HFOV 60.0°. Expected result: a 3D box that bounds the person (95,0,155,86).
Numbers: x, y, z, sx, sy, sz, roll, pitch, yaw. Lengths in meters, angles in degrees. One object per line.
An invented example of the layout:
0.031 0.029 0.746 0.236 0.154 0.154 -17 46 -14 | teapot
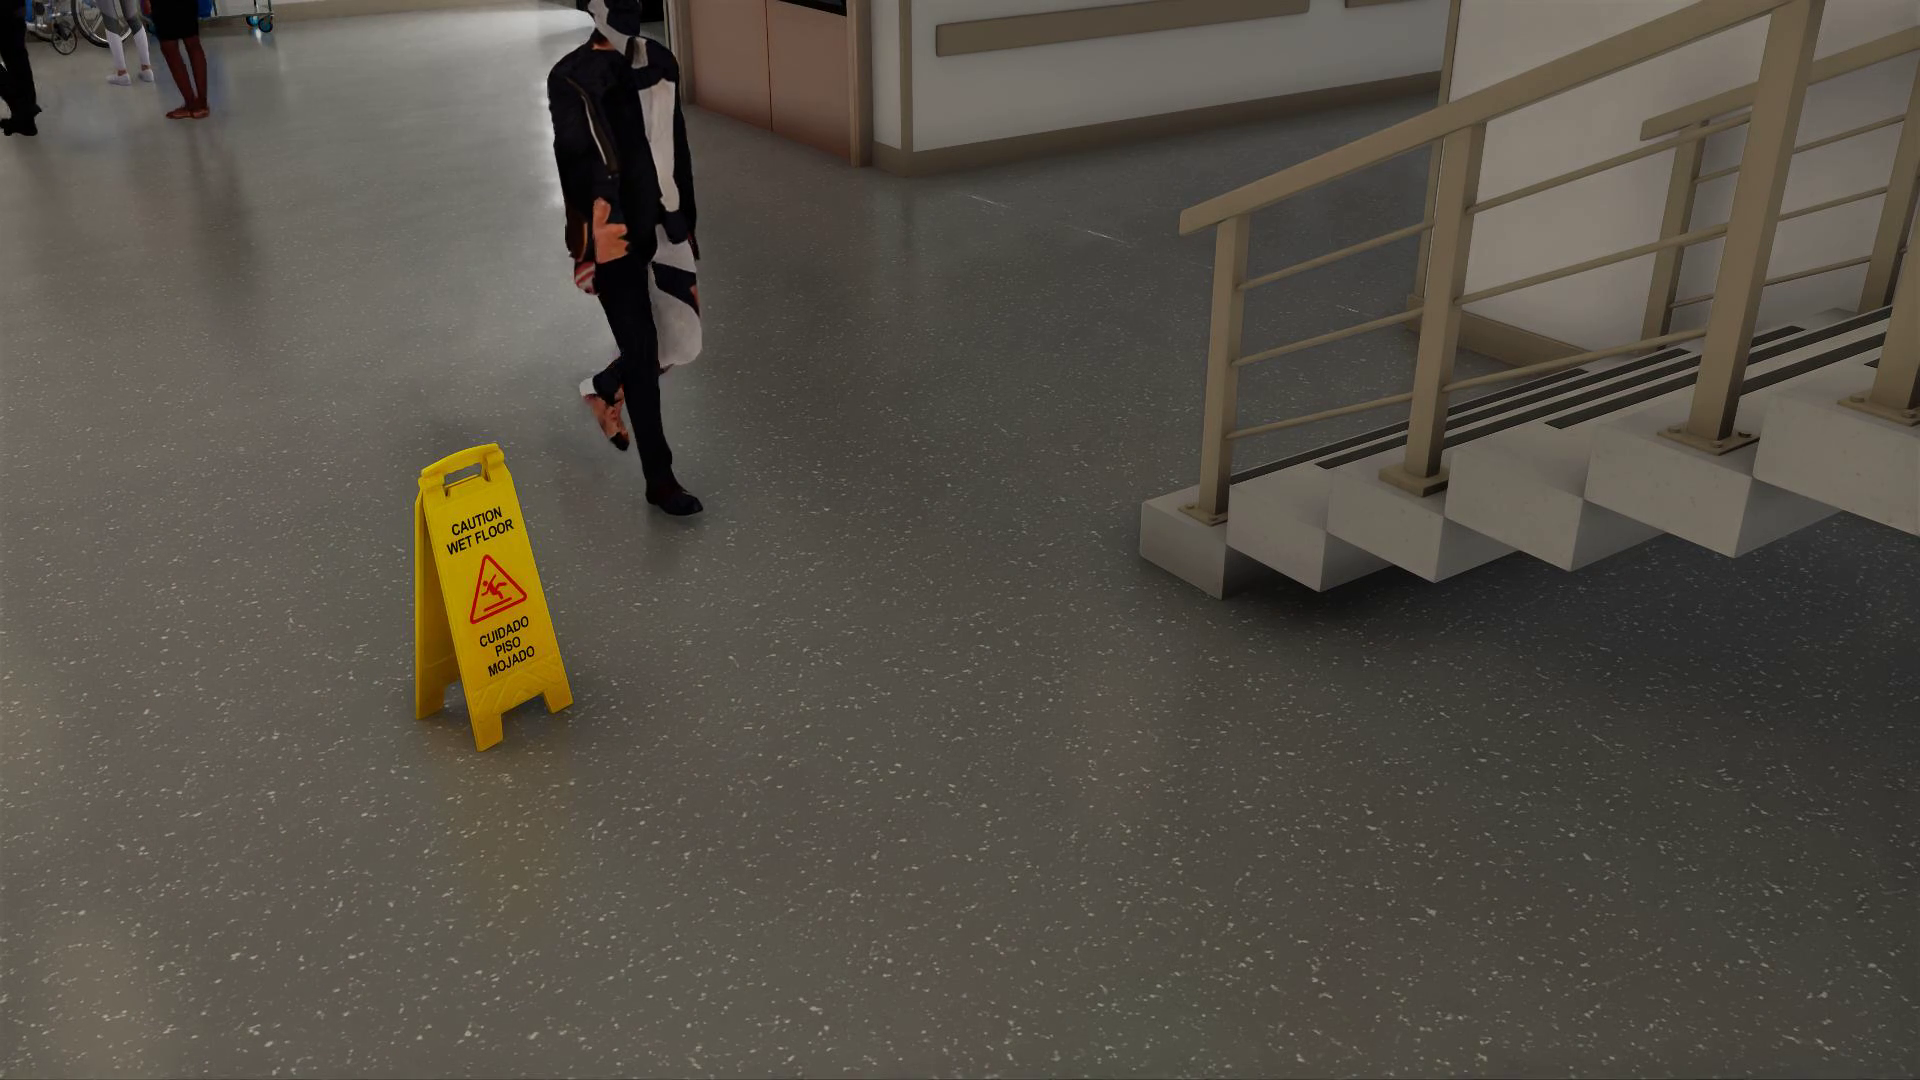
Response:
-6.592 -4.422 12.889 0.621 1.703 0.615 20 32 35 | person

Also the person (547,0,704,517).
-1.158 -1.023 5.641 1.039 1.877 0.837 21 33 36 | person

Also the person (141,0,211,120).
-5.507 -3.840 11.678 0.763 1.707 0.762 19 32 34 | person
